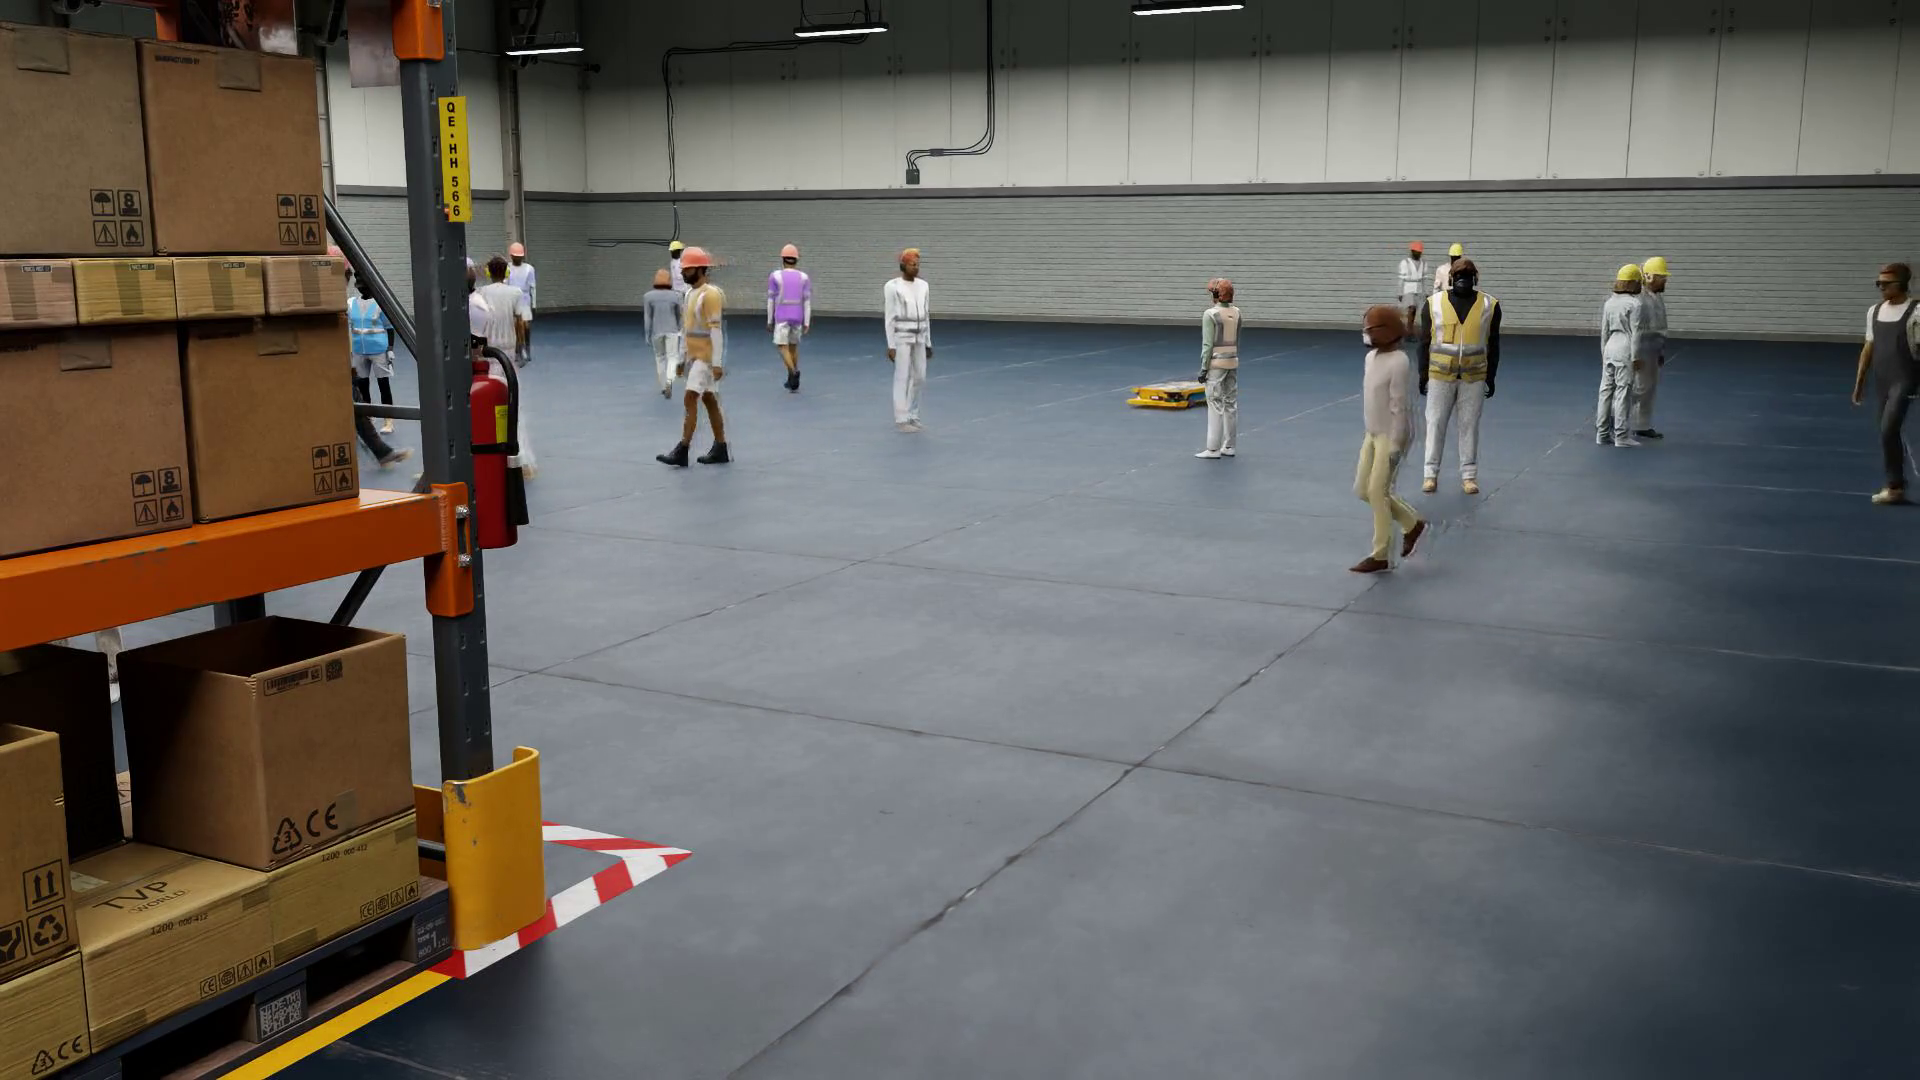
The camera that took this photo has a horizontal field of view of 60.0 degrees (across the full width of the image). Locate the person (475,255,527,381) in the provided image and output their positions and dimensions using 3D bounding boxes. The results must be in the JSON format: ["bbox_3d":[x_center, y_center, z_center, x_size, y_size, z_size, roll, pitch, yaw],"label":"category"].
[{"bbox_3d":[-4.709,-1.987,16.979,0.536,1.832,0.951,-3,11,-17],"label":"person"}]

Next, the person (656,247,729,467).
[{"bbox_3d":[-2.399,-1.593,14.574,0.837,1.909,0.570,-6,12,-28],"label":"person"}]

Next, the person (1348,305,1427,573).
[{"bbox_3d":[2.595,-0.604,9.989,0.464,1.613,0.521,-2,11,-11],"label":"person"}]

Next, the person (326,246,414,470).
[{"bbox_3d":[-5.213,-1.500,14.025,1.037,1.925,0.635,-5,11,-24],"label":"person"}]

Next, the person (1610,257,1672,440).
[{"bbox_3d":[6.759,-1.896,16.509,0.507,1.814,0.589,9,14,40],"label":"person"}]

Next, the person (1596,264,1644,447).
[{"bbox_3d":[6.388,-1.775,16.031,0.312,1.744,0.487,-4,11,-19],"label":"person"}]

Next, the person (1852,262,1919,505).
[{"bbox_3d":[6.974,-1.163,12.476,0.542,1.821,0.534,-3,11,-18],"label":"person"}]

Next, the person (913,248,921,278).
[{"bbox_3d":[-1.018,-5.167,34.485,0.485,1.752,0.544,-6,12,-28],"label":"person"}]

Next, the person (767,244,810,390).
[{"bbox_3d":[-2.216,-2.899,21.717,0.552,1.912,0.791,-5,11,-24],"label":"person"}]

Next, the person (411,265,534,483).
[{"bbox_3d":[-3.964,-1.343,13.538,0.954,1.799,0.627,-5,12,-27],"label":"person"}]

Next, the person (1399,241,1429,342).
[{"bbox_3d":[8.657,-4.700,31.528,0.552,1.908,0.776,-4,11,-19],"label":"person"}]

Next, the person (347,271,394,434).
[{"bbox_3d":[-6.006,-1.918,16.938,0.541,1.695,0.316,1,10,8],"label":"person"}]

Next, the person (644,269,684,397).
[{"bbox_3d":[-3.690,-2.579,20.789,0.506,1.610,0.671,-1,10,-5],"label":"person"}]

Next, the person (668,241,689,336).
[{"bbox_3d":[-5.627,-5.045,33.409,0.460,1.908,0.604,-9,14,-40],"label":"person"}]

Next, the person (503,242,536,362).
[{"bbox_3d":[-7.056,-3.786,26.567,0.553,1.908,0.501,-3,11,-15],"label":"person"}]

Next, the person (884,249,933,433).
[{"bbox_3d":[-0.520,-2.051,17.167,0.596,1.884,0.363,-9,14,-41],"label":"person"}]

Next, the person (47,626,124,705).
[{"bbox_3d":[-3.847,-0.092,7.138,0.521,1.640,0.306,0,10,1],"label":"person"}]

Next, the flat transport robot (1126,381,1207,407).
[{"bbox_3d":[2.626,-1.755,19.942,0.652,0.197,1.431,7,12,34],"label":"flat transport robot"}]

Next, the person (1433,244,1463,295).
[{"bbox_3d":[7.989,-3.844,26.948,0.588,1.886,0.971,6,12,30],"label":"person"}]

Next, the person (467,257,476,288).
[{"bbox_3d":[-10.150,-5.087,33.731,0.646,1.880,0.775,-4,11,-22],"label":"person"}]

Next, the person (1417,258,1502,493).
[{"bbox_3d":[3.923,-1.288,13.112,0.626,1.844,0.429,2,11,12],"label":"person"}]

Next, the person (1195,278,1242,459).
[{"bbox_3d":[2.362,-1.553,15.105,0.514,1.641,0.309,-10,15,-44],"label":"person"}]
